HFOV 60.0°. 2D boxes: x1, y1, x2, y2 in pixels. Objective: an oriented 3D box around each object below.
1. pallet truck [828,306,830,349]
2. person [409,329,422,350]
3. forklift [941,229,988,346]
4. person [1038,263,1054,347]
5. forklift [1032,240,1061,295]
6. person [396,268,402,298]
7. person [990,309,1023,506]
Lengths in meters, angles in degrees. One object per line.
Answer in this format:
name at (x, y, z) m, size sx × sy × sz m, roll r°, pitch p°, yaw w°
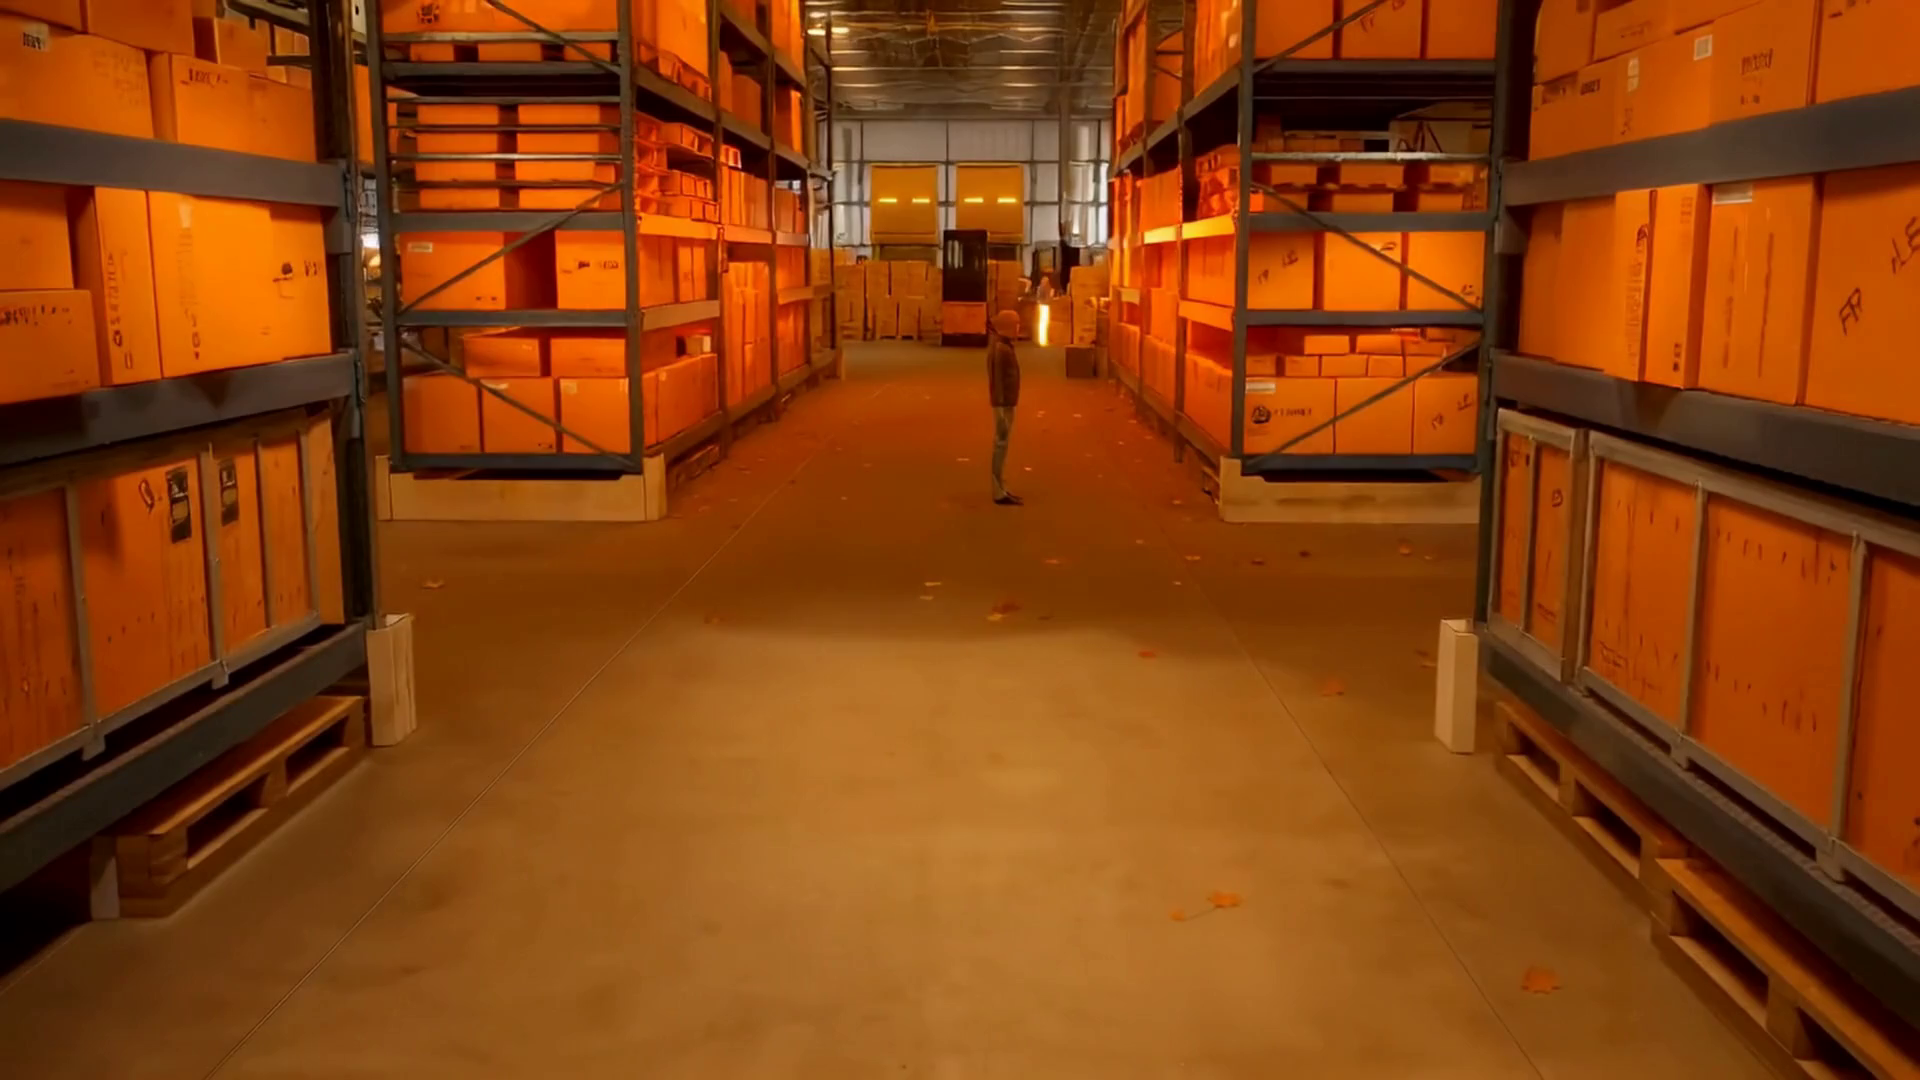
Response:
pallet truck at (-3.100, -3.940, 29.800) m, size 1.885 × 1.965 × 0.823 m, roll 3°, pitch 10°, yaw 19°
person at (-11.238, -4.666, 34.359) m, size 0.896 × 1.940 × 0.623 m, roll 5°, pitch 11°, yaw 29°
forklift at (0.124, -6.117, 40.203) m, size 1.129 × 2.768 × 1.873 m, roll 0°, pitch 9°, yaw 1°
person at (2.065, -5.643, 40.010) m, size 0.380 × 1.995 × 0.611 m, roll 0°, pitch 9°, yaw 1°
forklift at (3.172, -9.648, 61.356) m, size 1.129 × 2.768 × 1.873 m, roll 0°, pitch 9°, yaw 1°
person at (-20.167, -8.969, 60.441) m, size 0.556 × 1.820 × 0.544 m, roll 7°, pitch 12°, yaw 35°
person at (0.387, -1.102, 13.883) m, size 0.282 × 1.636 × 0.500 m, roll 0°, pitch 9°, yaw 1°
